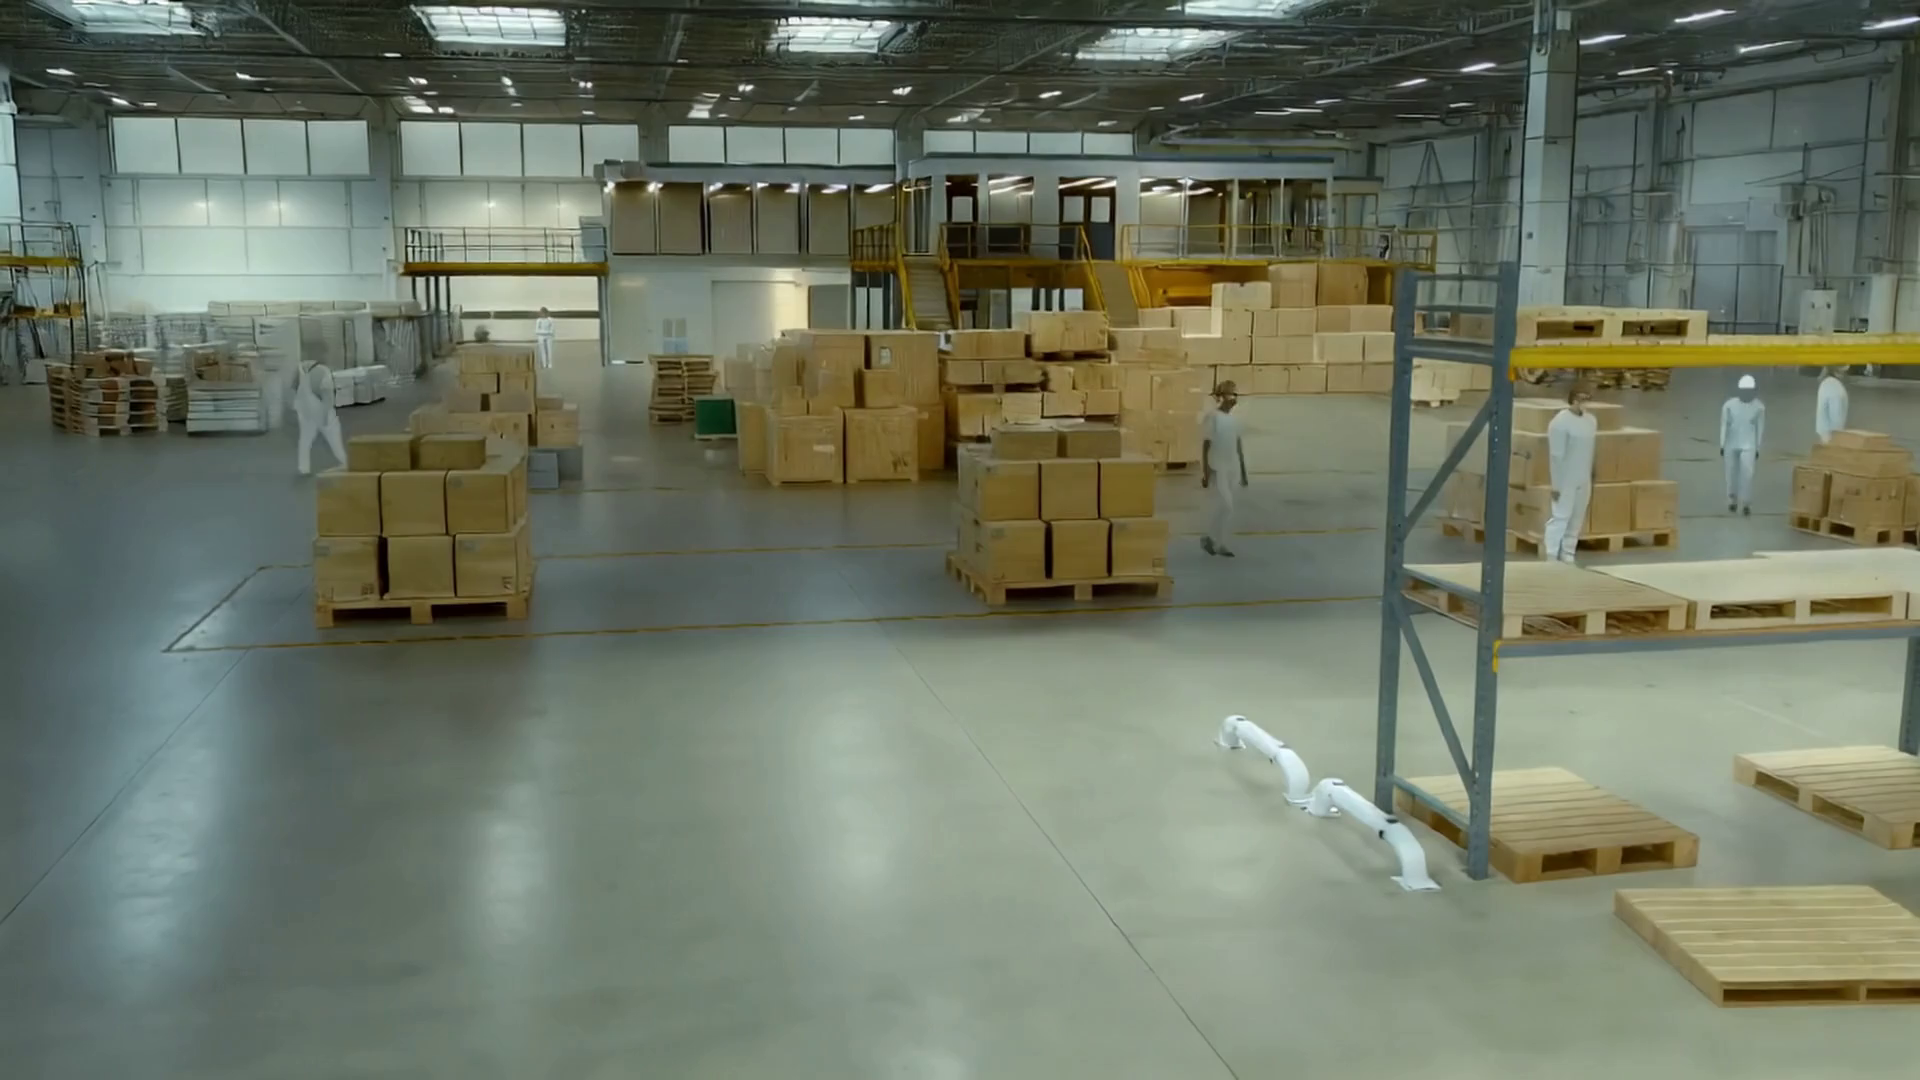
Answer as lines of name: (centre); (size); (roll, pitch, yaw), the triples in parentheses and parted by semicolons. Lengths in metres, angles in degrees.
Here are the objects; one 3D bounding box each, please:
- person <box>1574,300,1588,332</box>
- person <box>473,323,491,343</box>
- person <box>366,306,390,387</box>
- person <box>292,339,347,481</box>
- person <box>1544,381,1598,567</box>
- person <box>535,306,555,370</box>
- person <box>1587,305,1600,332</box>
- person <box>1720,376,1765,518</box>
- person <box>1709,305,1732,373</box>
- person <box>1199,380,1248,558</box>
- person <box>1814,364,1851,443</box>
person: (20.052, -6.804, 53.875); (0.613, 1.965, 0.769); (-3, 10, -15)
person: (-8.698, -2.950, 30.294); (0.623, 1.992, 0.396); (-8, 12, -39)
person: (-14.662, -4.882, 41.956); (0.605, 2.034, 0.397); (5, 10, 27)
person: (-9.061, -1.880, 23.638); (0.686, 2.000, 0.990); (4, 10, 21)
person: (5.830, -0.546, 15.824); (0.629, 1.937, 0.379); (-6, 11, -34)
person: (-12.152, -5.911, 48.681); (0.576, 1.885, 0.355); (0, 9, 2)
person: (18.046, -5.680, 47.119); (0.551, 1.933, 0.369); (1, 9, 5)
person: (9.431, -1.128, 20.091); (0.489, 1.693, 0.913); (4, 10, 23)
person: (21.589, -5.697, 47.224); (0.605, 1.934, 0.418); (8, 12, 41)
person: (2.734, -0.721, 17.166); (0.527, 1.855, 0.418); (-9, 13, -43)
person: (10.638, -1.281, 20.296); (0.372, 1.940, 0.632); (3, 10, 15)
